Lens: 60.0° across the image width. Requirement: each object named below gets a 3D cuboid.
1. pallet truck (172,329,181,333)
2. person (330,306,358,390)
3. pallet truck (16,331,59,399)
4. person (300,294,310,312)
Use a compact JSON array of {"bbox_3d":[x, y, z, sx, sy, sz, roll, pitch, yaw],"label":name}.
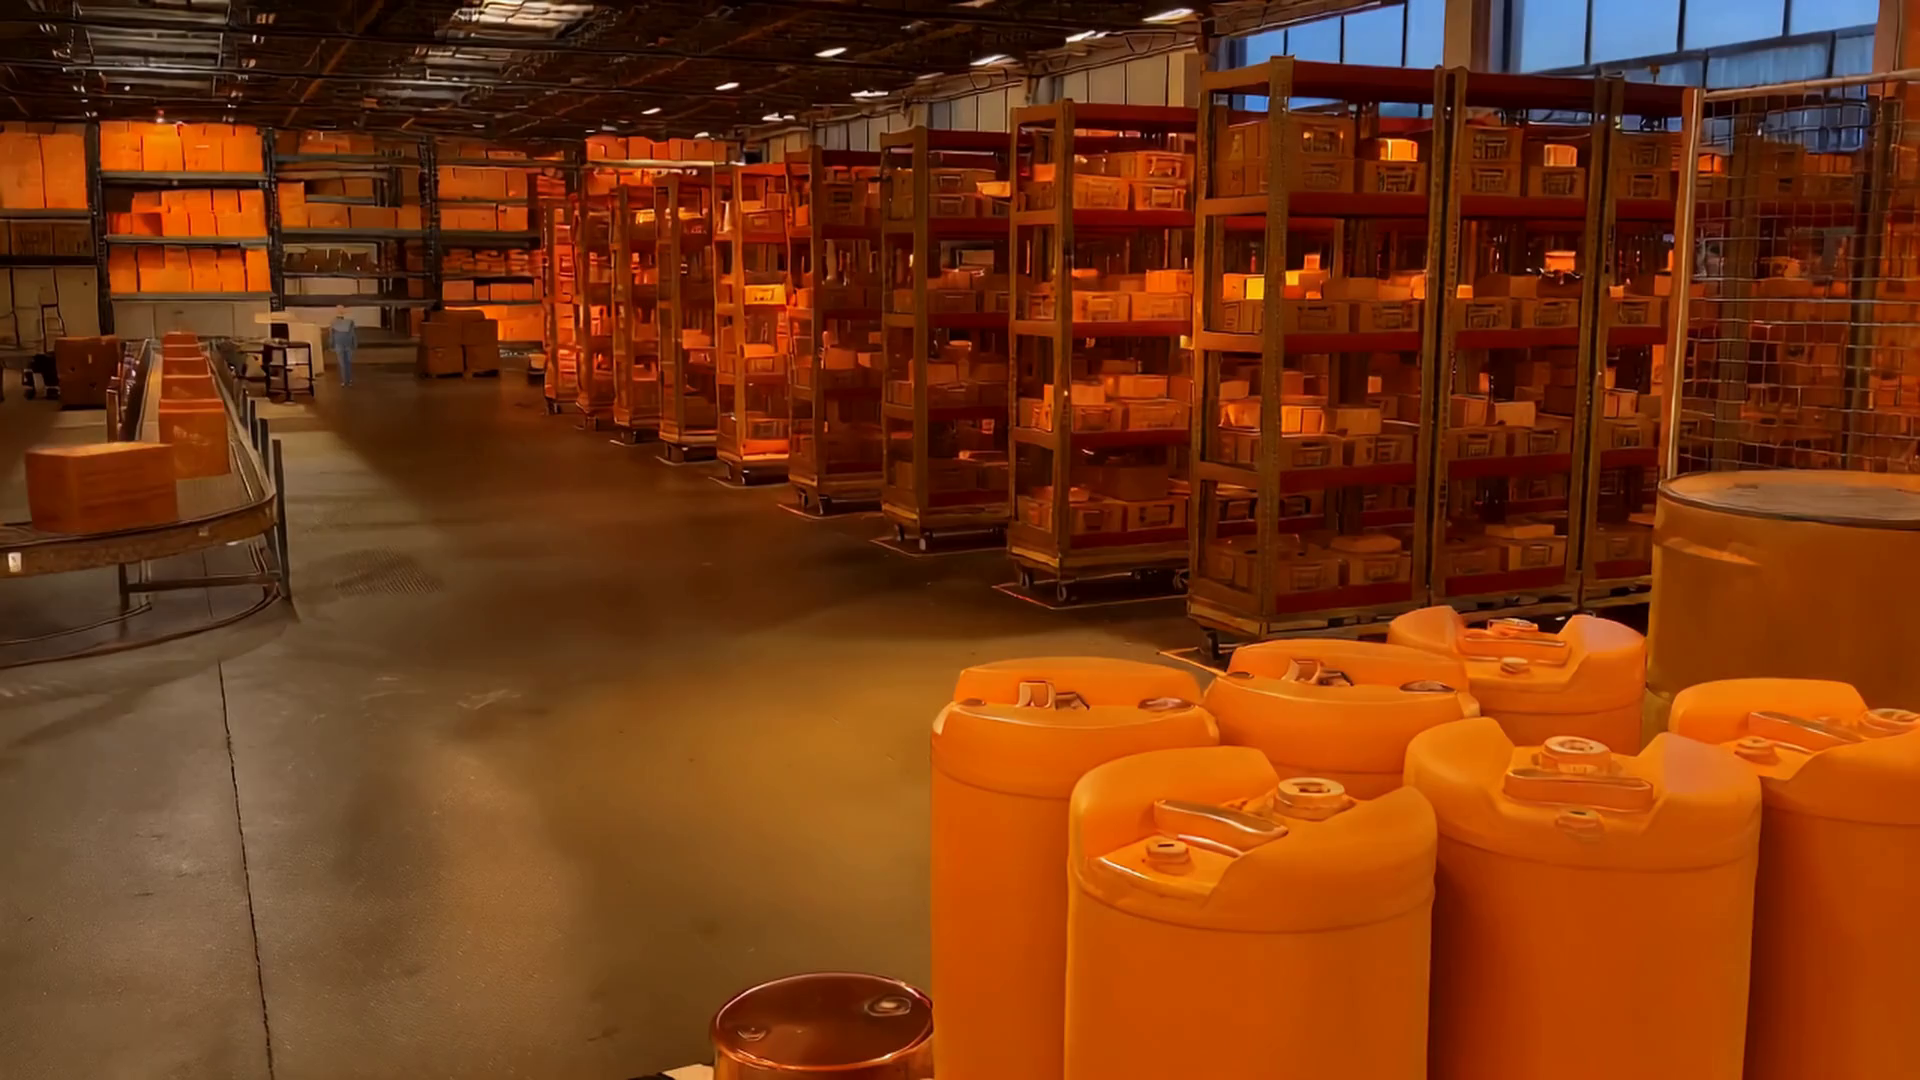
[{"bbox_3d":[-17.275,-3.851,35.096,1.601,1.201,0.680,0,9,1],"label":"pallet truck"},{"bbox_3d":[-12.686,-3.968,34.293,0.536,1.722,0.898,-3,10,-16],"label":"person"},{"bbox_3d":[-17.082,-3.353,31.781,1.630,1.274,0.653,-4,10,-25],"label":"pallet truck"},{"bbox_3d":[-19.315,-6.382,49.139,0.364,1.754,0.544,-6,11,-32],"label":"person"}]
